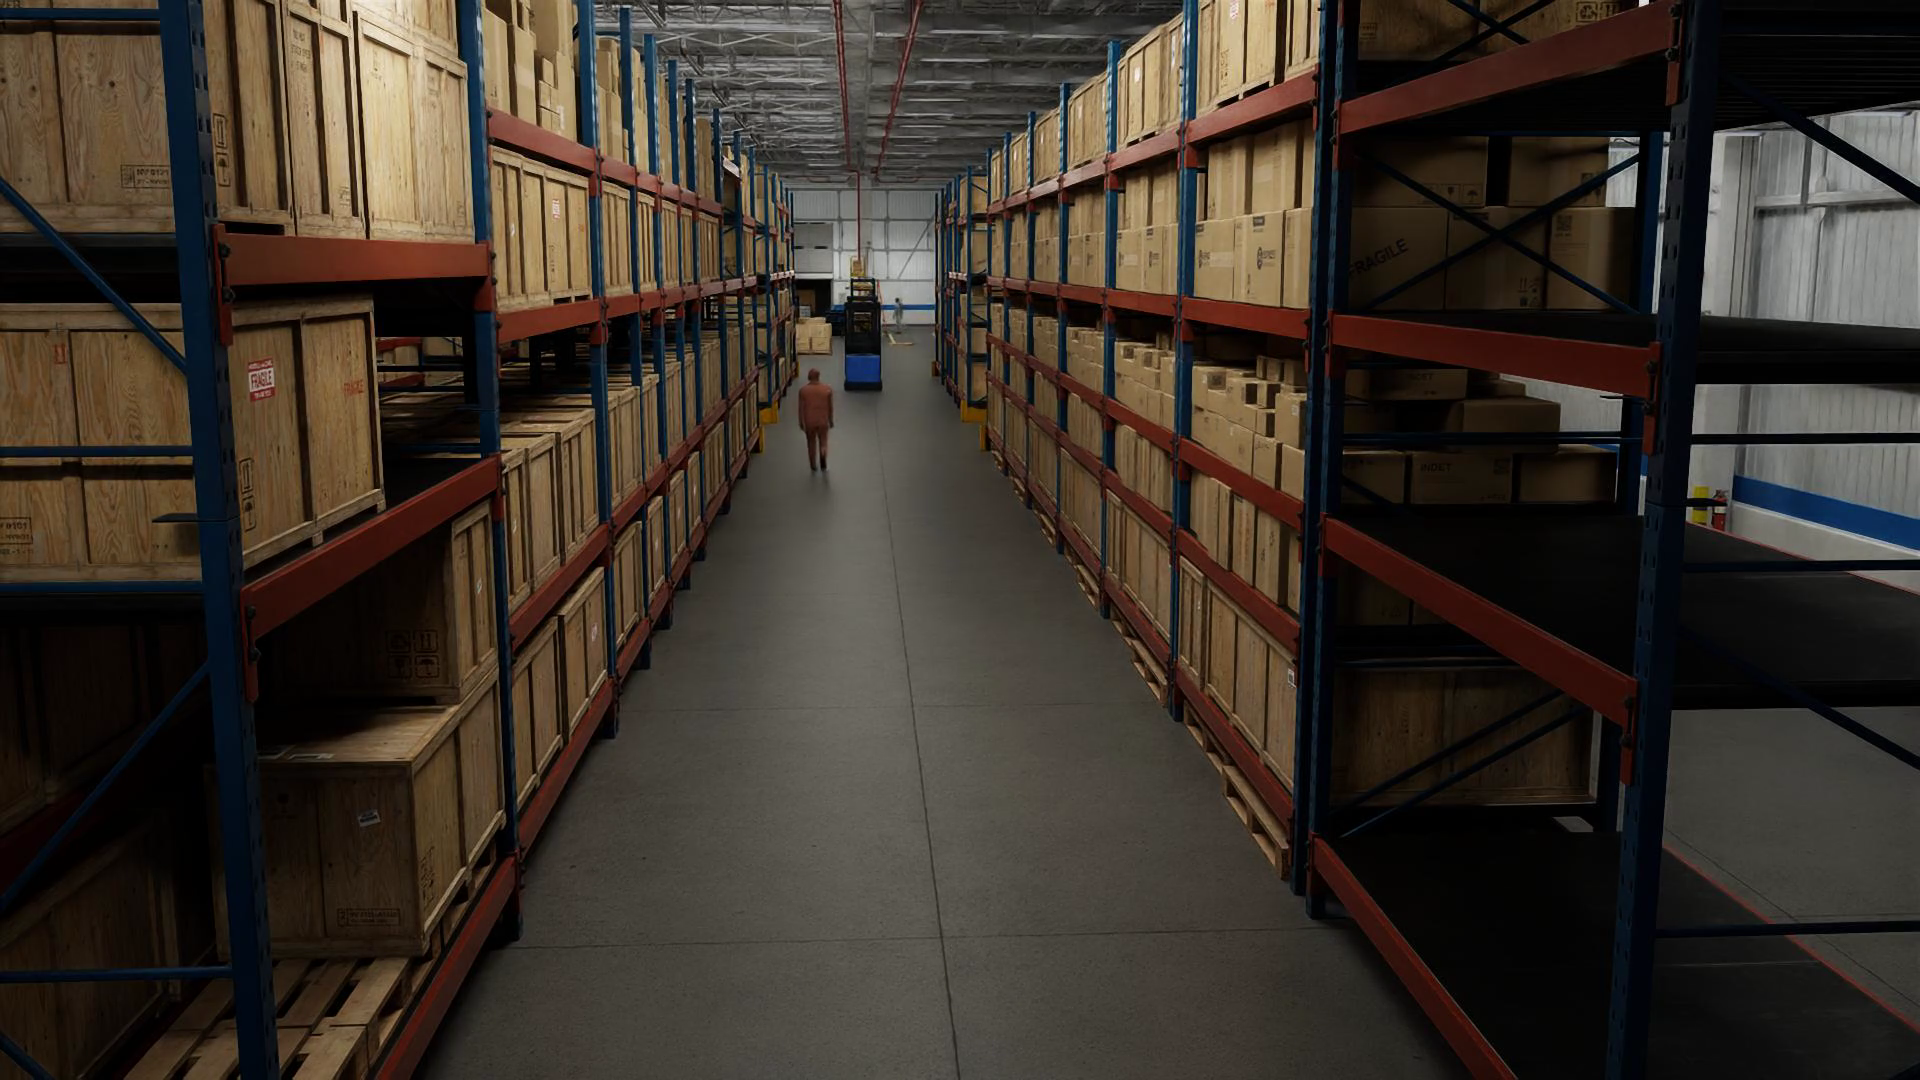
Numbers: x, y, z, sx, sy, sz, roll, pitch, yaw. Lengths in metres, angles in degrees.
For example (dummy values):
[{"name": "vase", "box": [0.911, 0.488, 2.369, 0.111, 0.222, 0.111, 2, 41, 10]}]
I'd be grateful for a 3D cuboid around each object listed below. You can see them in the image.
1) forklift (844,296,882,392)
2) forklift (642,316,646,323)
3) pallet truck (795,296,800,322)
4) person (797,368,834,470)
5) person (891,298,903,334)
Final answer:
[{"name": "forklift", "box": [-2.892, -5.863, 49.491, 1.129, 2.768, 1.873, -1, 10, -4]}, {"name": "forklift", "box": [-10.000, -6.080, 50.788, 1.129, 2.768, 1.873, -1, 10, -3]}, {"name": "pallet truck", "box": [-8.622, -12.439, 91.403, 1.885, 1.965, 0.823, 2, 10, 13]}, {"name": "person", "box": [-2.665, -2.224, 30.685, 0.675, 1.891, 0.427, -2, 10, -9]}, {"name": "person", "box": [-3.417, -11.931, 88.605, 0.805, 1.913, 0.659, 5, 11, 25]}]
